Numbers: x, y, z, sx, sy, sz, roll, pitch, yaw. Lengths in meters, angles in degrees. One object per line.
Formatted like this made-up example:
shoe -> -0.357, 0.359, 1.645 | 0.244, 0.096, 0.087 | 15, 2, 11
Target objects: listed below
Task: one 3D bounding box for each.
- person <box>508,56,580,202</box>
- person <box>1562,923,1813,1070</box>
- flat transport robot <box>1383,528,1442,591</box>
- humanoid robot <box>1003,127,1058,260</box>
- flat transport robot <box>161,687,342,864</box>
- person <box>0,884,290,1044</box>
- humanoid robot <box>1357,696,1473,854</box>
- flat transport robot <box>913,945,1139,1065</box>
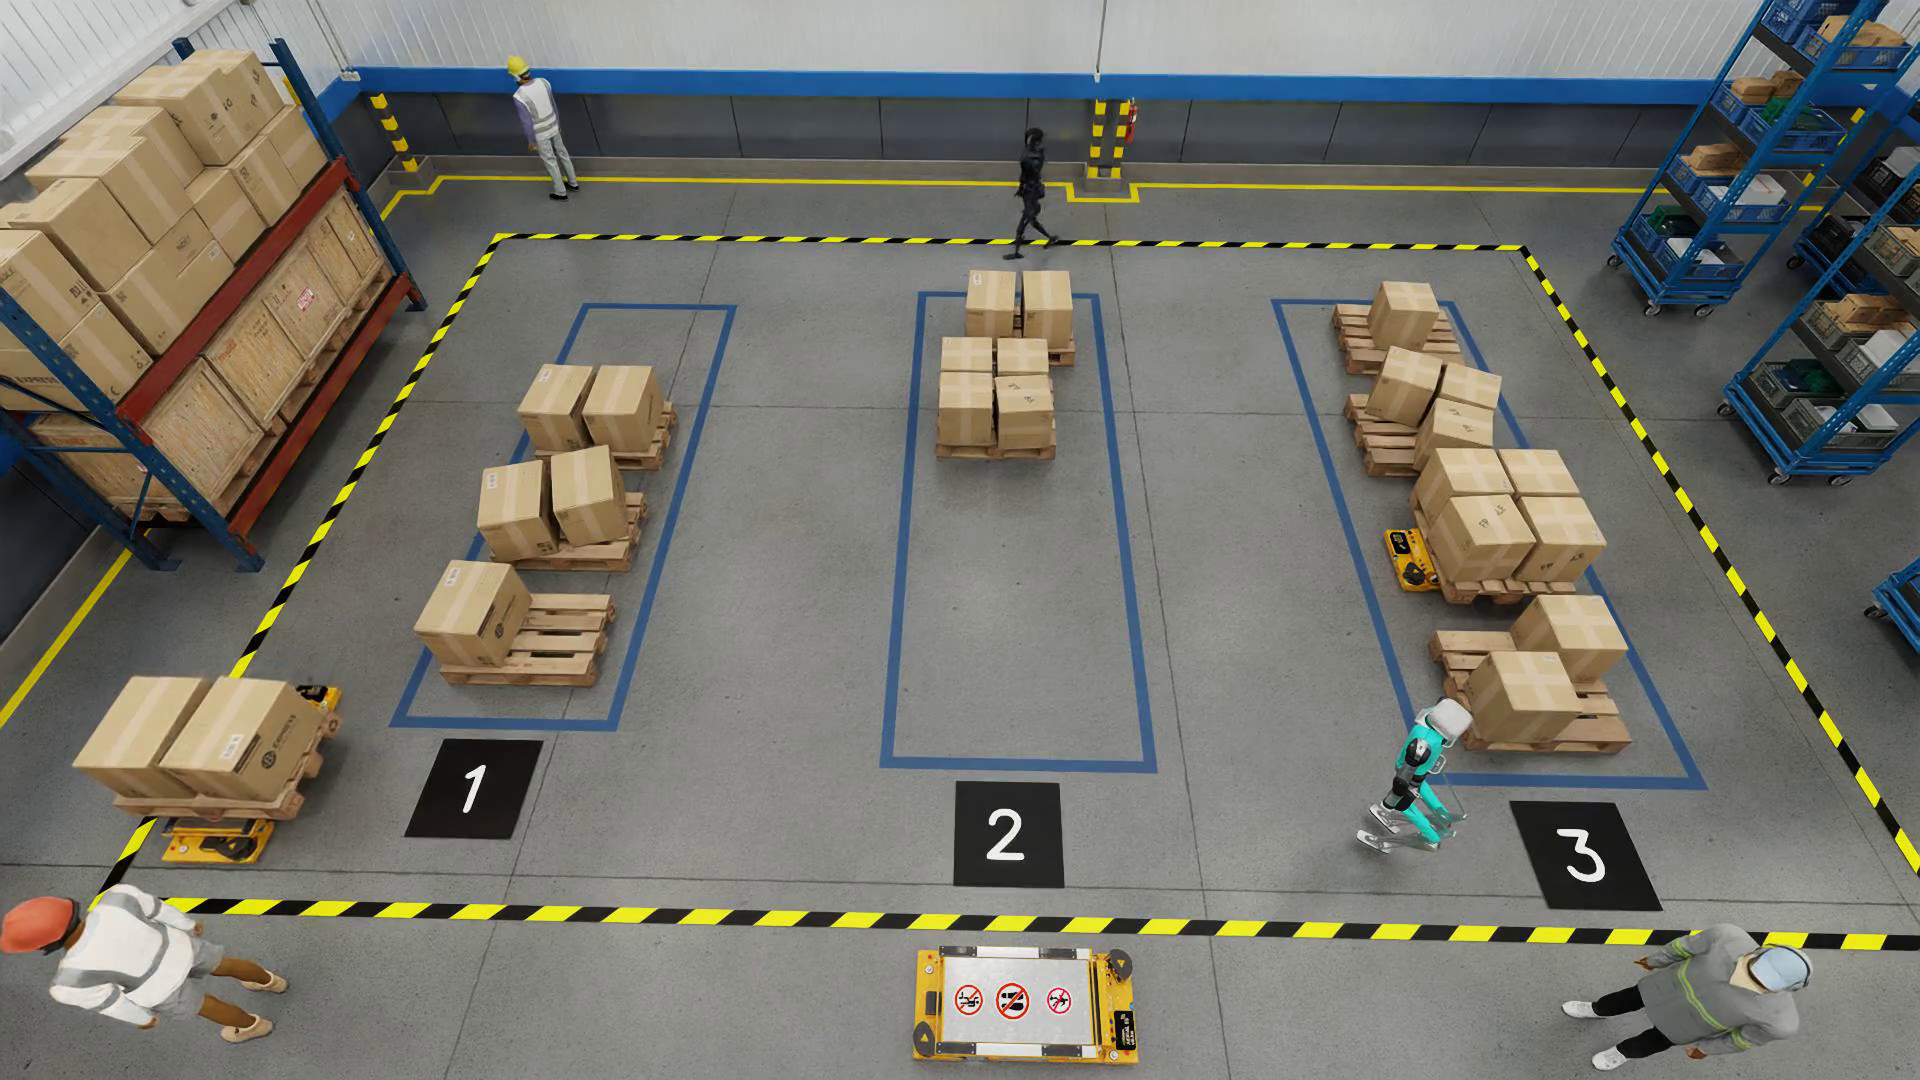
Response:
person -> -5.360, -5.262, 11.768 | 0.403, 1.829, 0.587 | 19, 53, 15
person -> 4.186, 2.667, 5.290 | 0.370, 1.852, 0.588 | -7, 51, -6
flat transport robot -> 4.689, 0.155, 8.342 | 1.431, 0.197, 0.652 | 1, 51, 1
humanoid robot -> 0.900, -4.133, 10.968 | 0.722, 1.642, 0.601 | -8, 51, -6
flat transport robot -> -5.438, 1.745, 7.045 | 0.652, 0.197, 1.431 | 1, 51, 1
person -> -4.655, 2.485, 5.315 | 0.366, 2.045, 0.613 | -2, 51, -1
humanoid robot -> 3.143, 1.683, 6.079 | 0.735, 1.677, 0.533 | 35, 59, 25
flat transport robot -> 0.422, 3.041, 6.007 | 1.431, 0.231, 0.659 | 1, 51, 1
